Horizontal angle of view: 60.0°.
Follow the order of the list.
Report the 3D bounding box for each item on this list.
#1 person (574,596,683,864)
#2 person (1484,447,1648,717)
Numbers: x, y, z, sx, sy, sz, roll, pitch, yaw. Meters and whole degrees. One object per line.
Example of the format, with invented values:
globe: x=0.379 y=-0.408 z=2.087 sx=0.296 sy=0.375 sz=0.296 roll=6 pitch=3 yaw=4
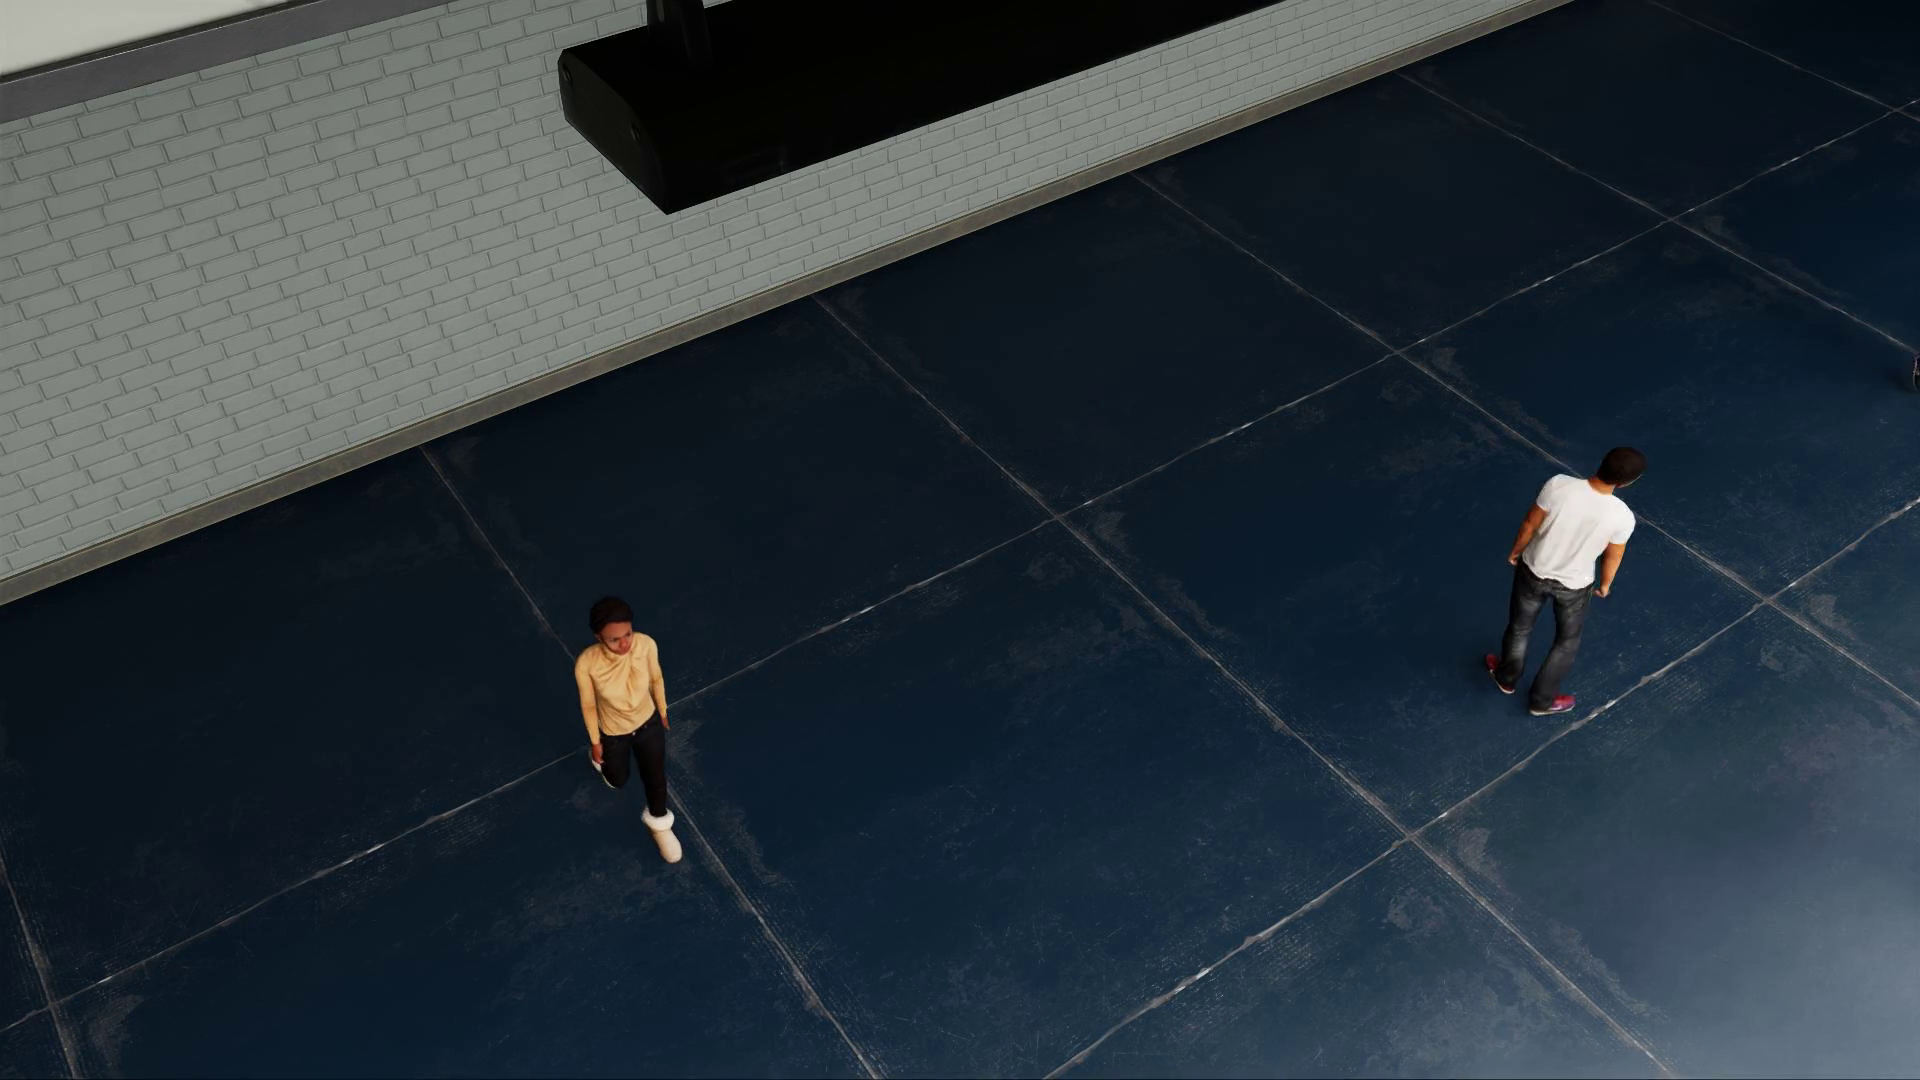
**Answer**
person: x=-1.658 y=0.860 z=8.116 sx=0.664 sy=1.642 sz=0.969 roll=-20 pitch=47 yaw=-20
person: x=3.104 y=0.173 z=8.753 sx=0.736 sy=1.777 sz=0.876 roll=8 pitch=44 yaw=8
